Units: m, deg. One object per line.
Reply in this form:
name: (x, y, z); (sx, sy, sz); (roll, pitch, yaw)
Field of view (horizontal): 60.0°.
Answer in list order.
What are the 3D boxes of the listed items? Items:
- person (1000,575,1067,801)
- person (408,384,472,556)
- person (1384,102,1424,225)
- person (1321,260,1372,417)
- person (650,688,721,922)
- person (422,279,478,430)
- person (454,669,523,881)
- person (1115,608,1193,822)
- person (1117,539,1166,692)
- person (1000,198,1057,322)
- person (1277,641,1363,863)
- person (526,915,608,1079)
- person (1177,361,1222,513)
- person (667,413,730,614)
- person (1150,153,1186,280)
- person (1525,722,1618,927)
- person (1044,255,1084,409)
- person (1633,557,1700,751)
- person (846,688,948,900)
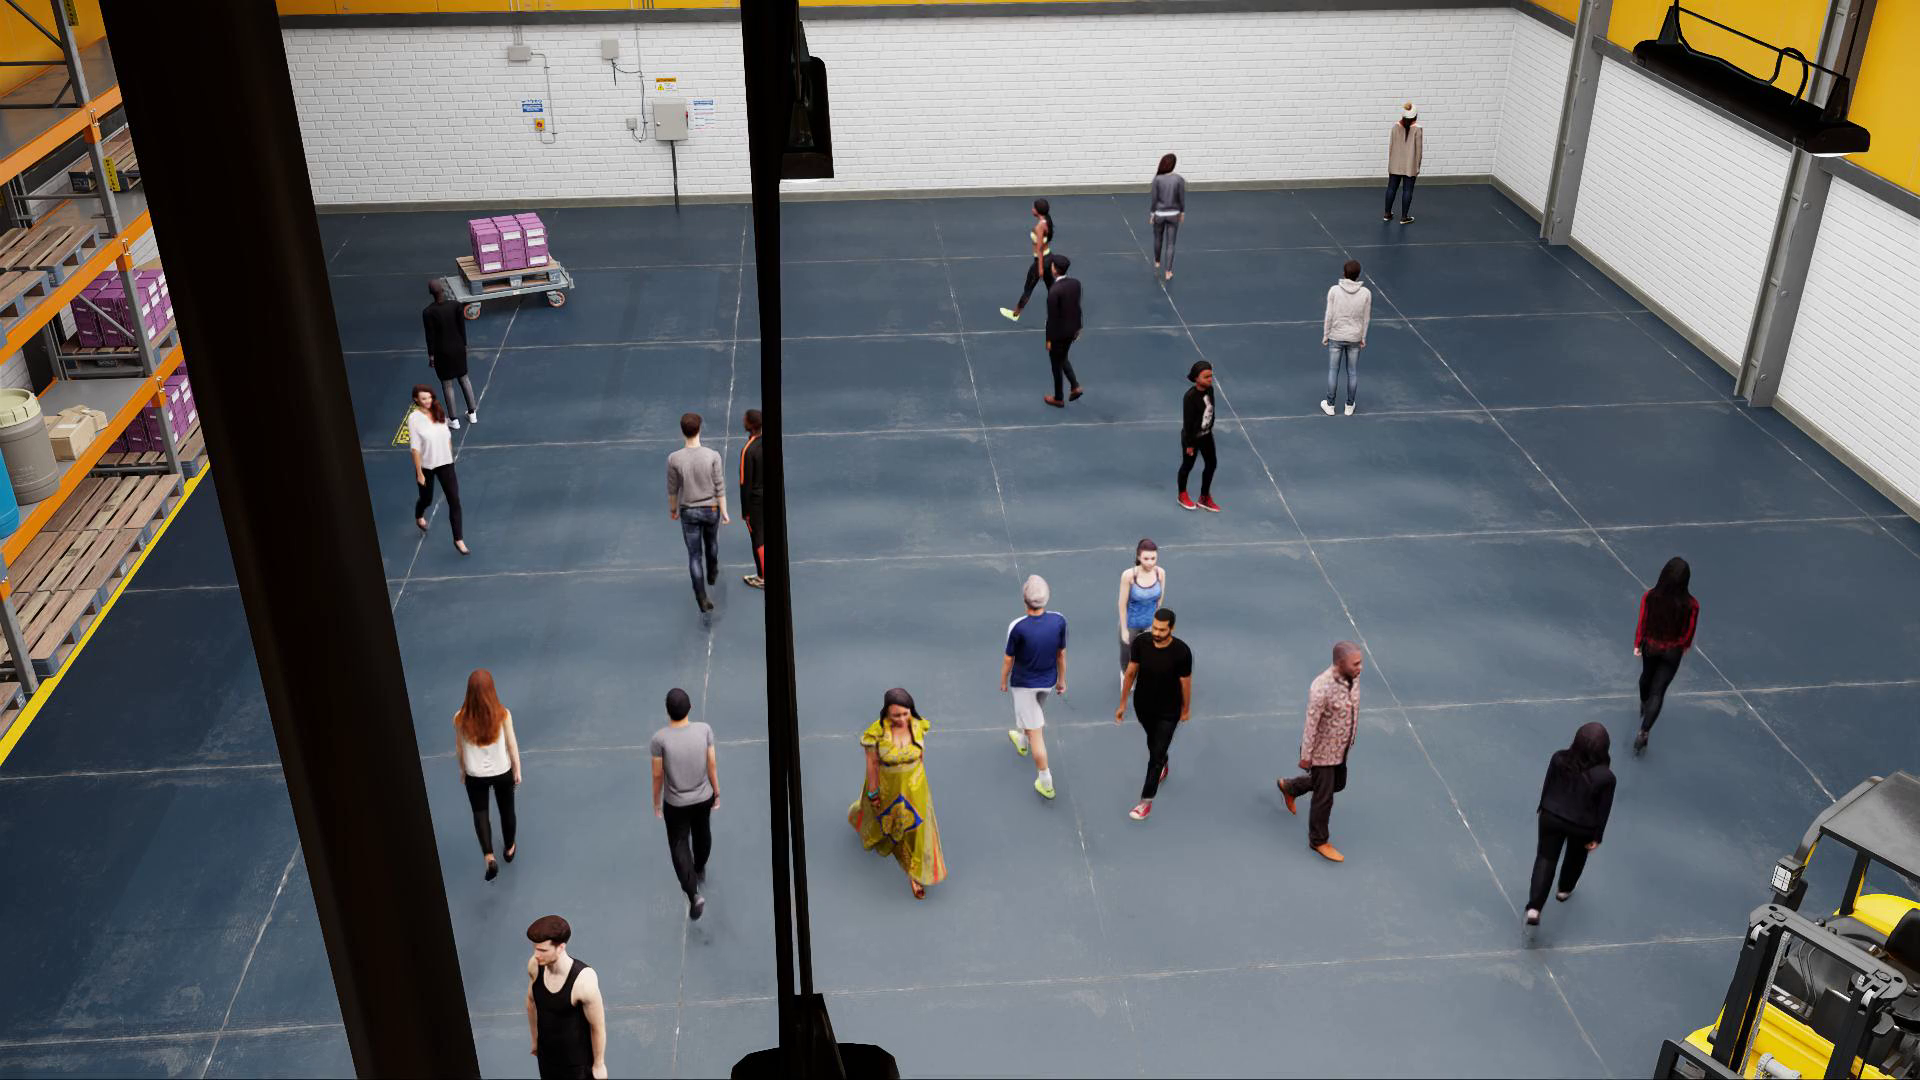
person: (0.608, 1.161, 12.907); (0.924, 1.795, 1.255); (-12, 31, -21)
person: (-5.224, -0.715, 16.377); (1.157, 1.764, 1.073); (24, 37, 36)
person: (6.844, -5.839, 25.655); (0.812, 1.876, 0.870); (21, 35, 34)
person: (4.457, -2.344, 19.271); (0.697, 1.852, 0.622); (2, 29, 3)
person: (-1.891, 1.856, 11.702); (0.854, 1.728, 1.120); (-12, 31, -21)
person: (-5.828, -2.132, 18.978); (0.730, 1.761, 0.753); (-23, 36, -35)
person: (-3.394, 1.713, 11.980); (0.652, 1.712, 0.886); (-6, 29, -10)
person: (1.565, 1.237, 12.847); (1.030, 1.719, 1.149); (18, 34, 30)
person: (1.487, 0.685, 14.011); (0.616, 1.572, 1.065); (-4, 29, -8)
person: (1.169, -3.556, 21.643); (1.027, 1.709, 1.129); (12, 31, 21)
person: (2.664, 1.487, 12.324); (1.033, 1.781, 1.123); (-22, 36, -35)
person: (-2.255, 2.917, 9.586); (0.782, 1.891, 0.788); (14, 32, 24)
person: (2.390, -1.098, 17.187); (0.799, 1.661, 0.874); (-20, 35, -32)
person: (-2.413, -0.197, 15.323); (0.779, 1.865, 1.263); (-5, 29, -9)
person: (2.923, -4.531, 23.409); (0.793, 1.730, 1.102); (4, 29, 7)
person: (4.214, 2.005, 11.572); (1.021, 1.591, 1.151); (16, 33, 27)
person: (1.253, -2.398, 19.355); (0.974, 1.867, 0.916); (24, 37, 36)
person: (5.686, 0.955, 13.472); (0.992, 1.614, 1.136); (16, 32, 27)
person: (-0.492, 1.732, 12.038); (0.927, 1.623, 1.246); (-10, 30, -18)
